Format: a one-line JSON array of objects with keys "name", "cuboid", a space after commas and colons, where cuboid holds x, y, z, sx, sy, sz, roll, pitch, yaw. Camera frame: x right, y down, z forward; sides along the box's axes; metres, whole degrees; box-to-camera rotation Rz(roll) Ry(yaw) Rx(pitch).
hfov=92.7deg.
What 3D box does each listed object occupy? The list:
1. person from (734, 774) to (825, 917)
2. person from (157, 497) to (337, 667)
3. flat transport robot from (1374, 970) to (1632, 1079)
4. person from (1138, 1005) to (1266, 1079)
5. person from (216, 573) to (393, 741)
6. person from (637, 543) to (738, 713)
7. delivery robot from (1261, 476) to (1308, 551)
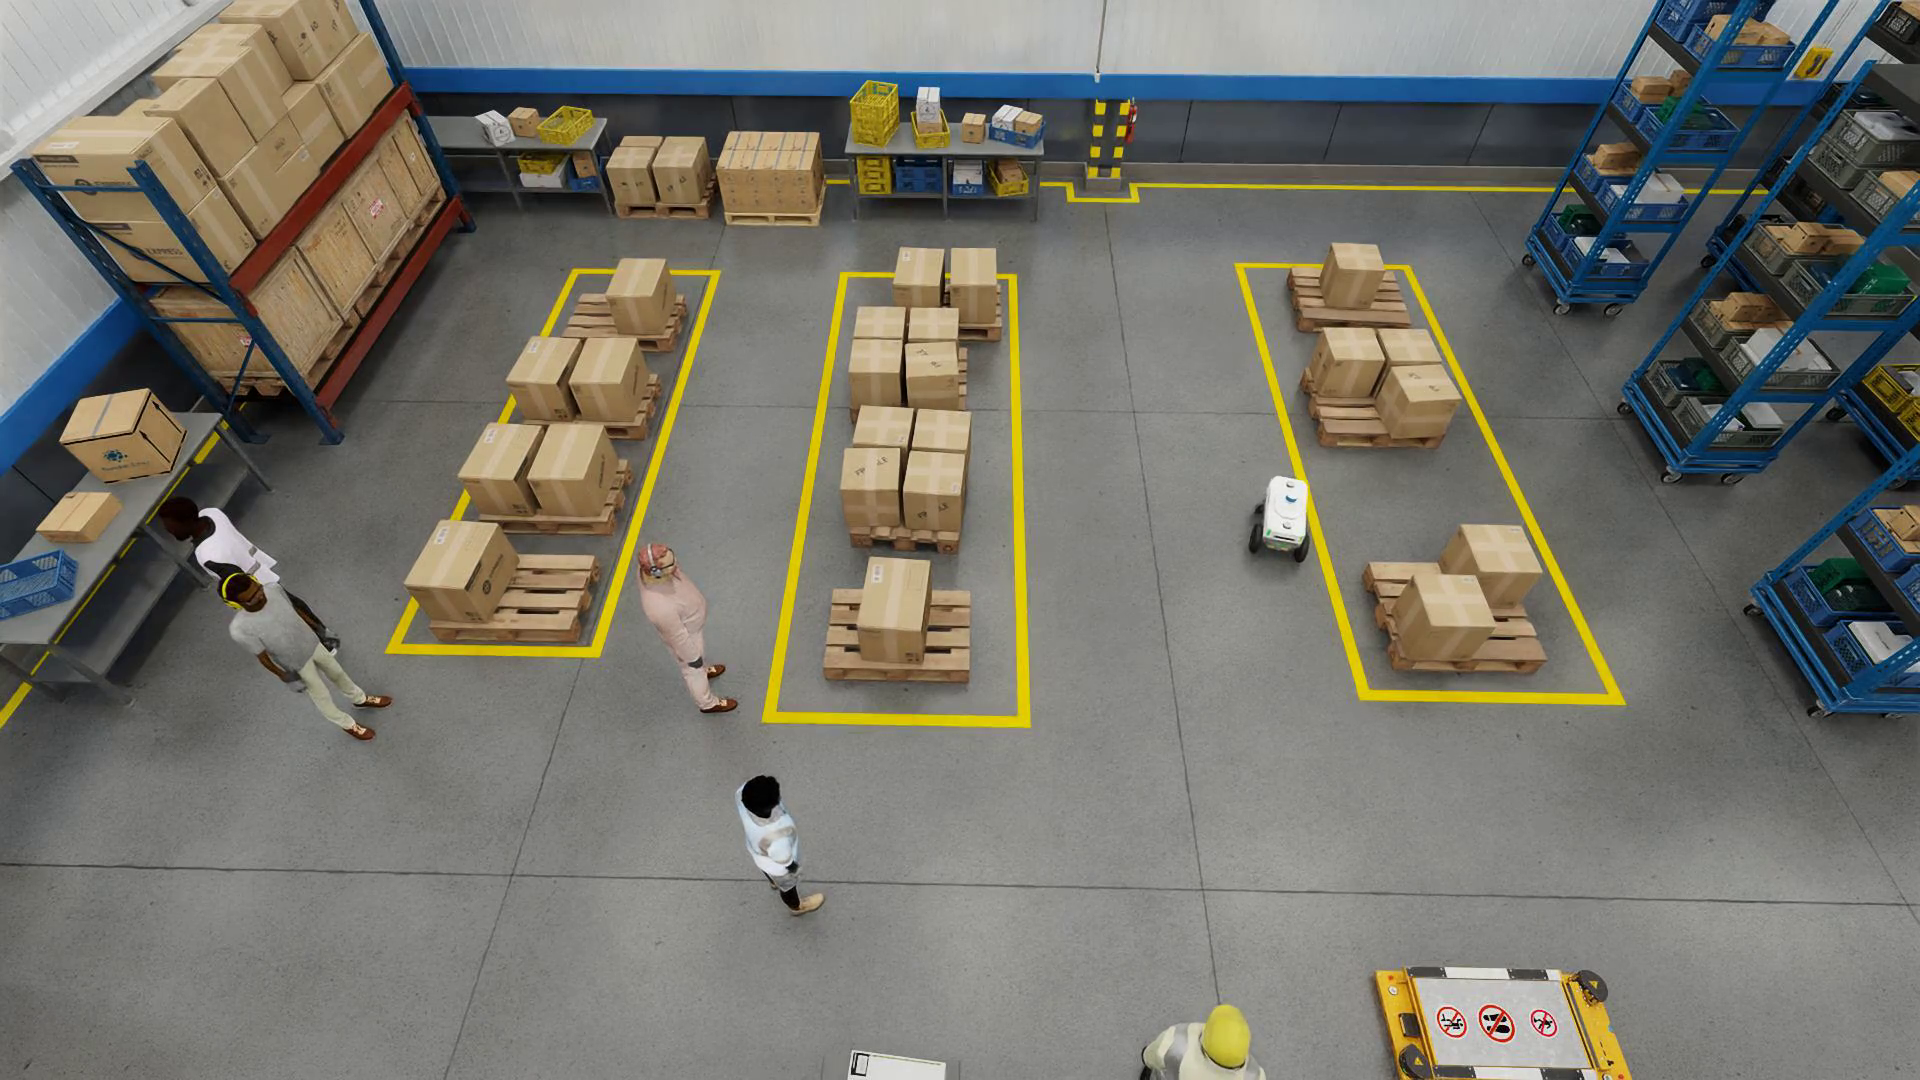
[{"name": "person", "cuboid": [-1.196, 1.982, 5.940, 0.322, 1.692, 0.533, -30, 57, -22]}, {"name": "person", "cuboid": [-5.507, 0.329, 7.144, 0.392, 1.921, 0.591, -27, 56, -20]}, {"name": "flat transport robot", "cuboid": [3.501, 3.133, 5.914, 1.431, 0.197, 0.652, 1, 51, 1]}, {"name": "person", "cuboid": [1.304, 2.938, 5.074, 0.603, 1.828, 0.404, 18, 53, 14]}, {"name": "person", "cuboid": [-4.822, 0.845, 6.754, 0.326, 1.874, 0.519, 4, 51, 3]}, {"name": "person", "cuboid": [-2.064, 0.658, 6.885, 0.408, 1.909, 0.642, -19, 53, -15]}, {"name": "delivery robot", "cuboid": [3.000, -0.257, 8.438, 0.477, 0.478, 0.707, 13, 52, 10]}]
